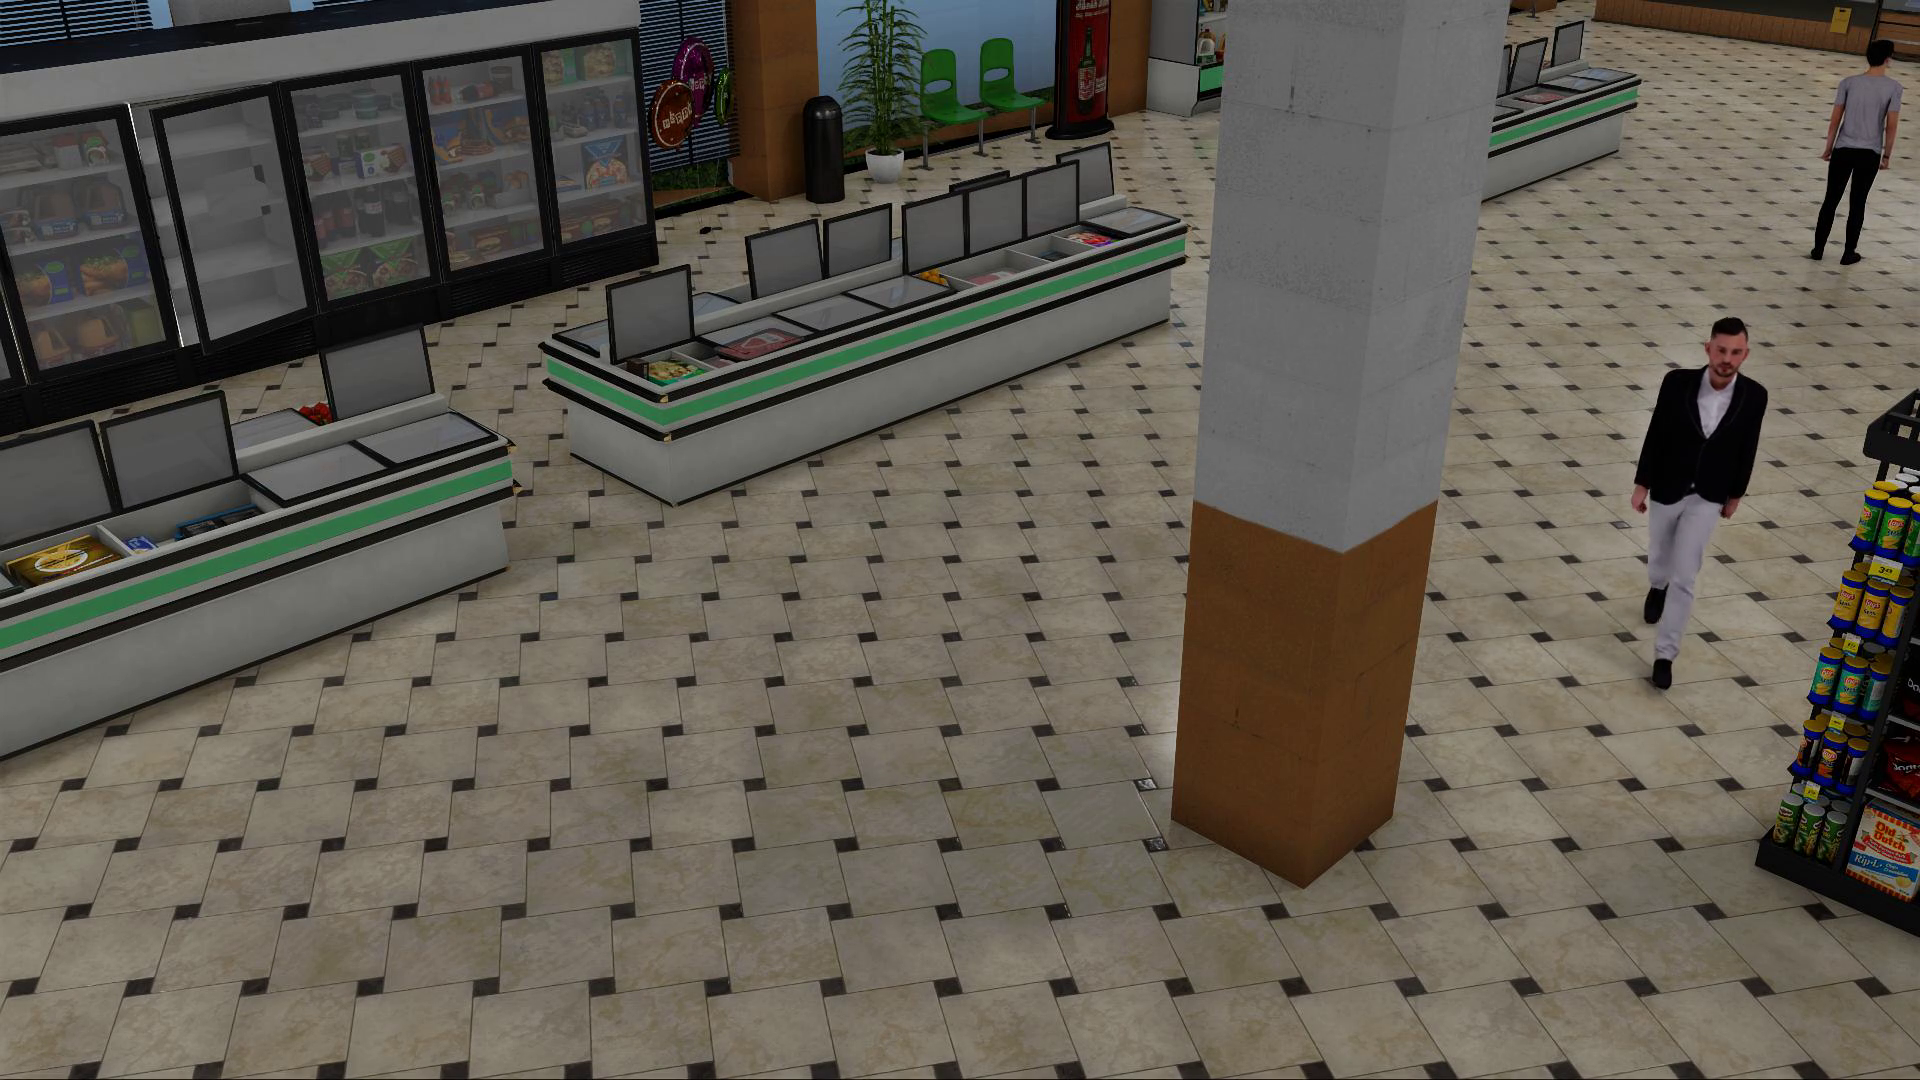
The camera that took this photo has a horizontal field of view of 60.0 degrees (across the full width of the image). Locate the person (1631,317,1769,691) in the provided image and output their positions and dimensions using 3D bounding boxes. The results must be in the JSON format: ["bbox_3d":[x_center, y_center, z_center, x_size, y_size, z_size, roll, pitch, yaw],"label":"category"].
[{"bbox_3d":[3.595,-0.248,8.220,0.924,1.807,1.270,13,30,23],"label":"person"}]

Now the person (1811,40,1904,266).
[{"bbox_3d":[7.636,-3.300,14.175,0.697,1.864,0.574,19,33,33],"label":"person"}]
